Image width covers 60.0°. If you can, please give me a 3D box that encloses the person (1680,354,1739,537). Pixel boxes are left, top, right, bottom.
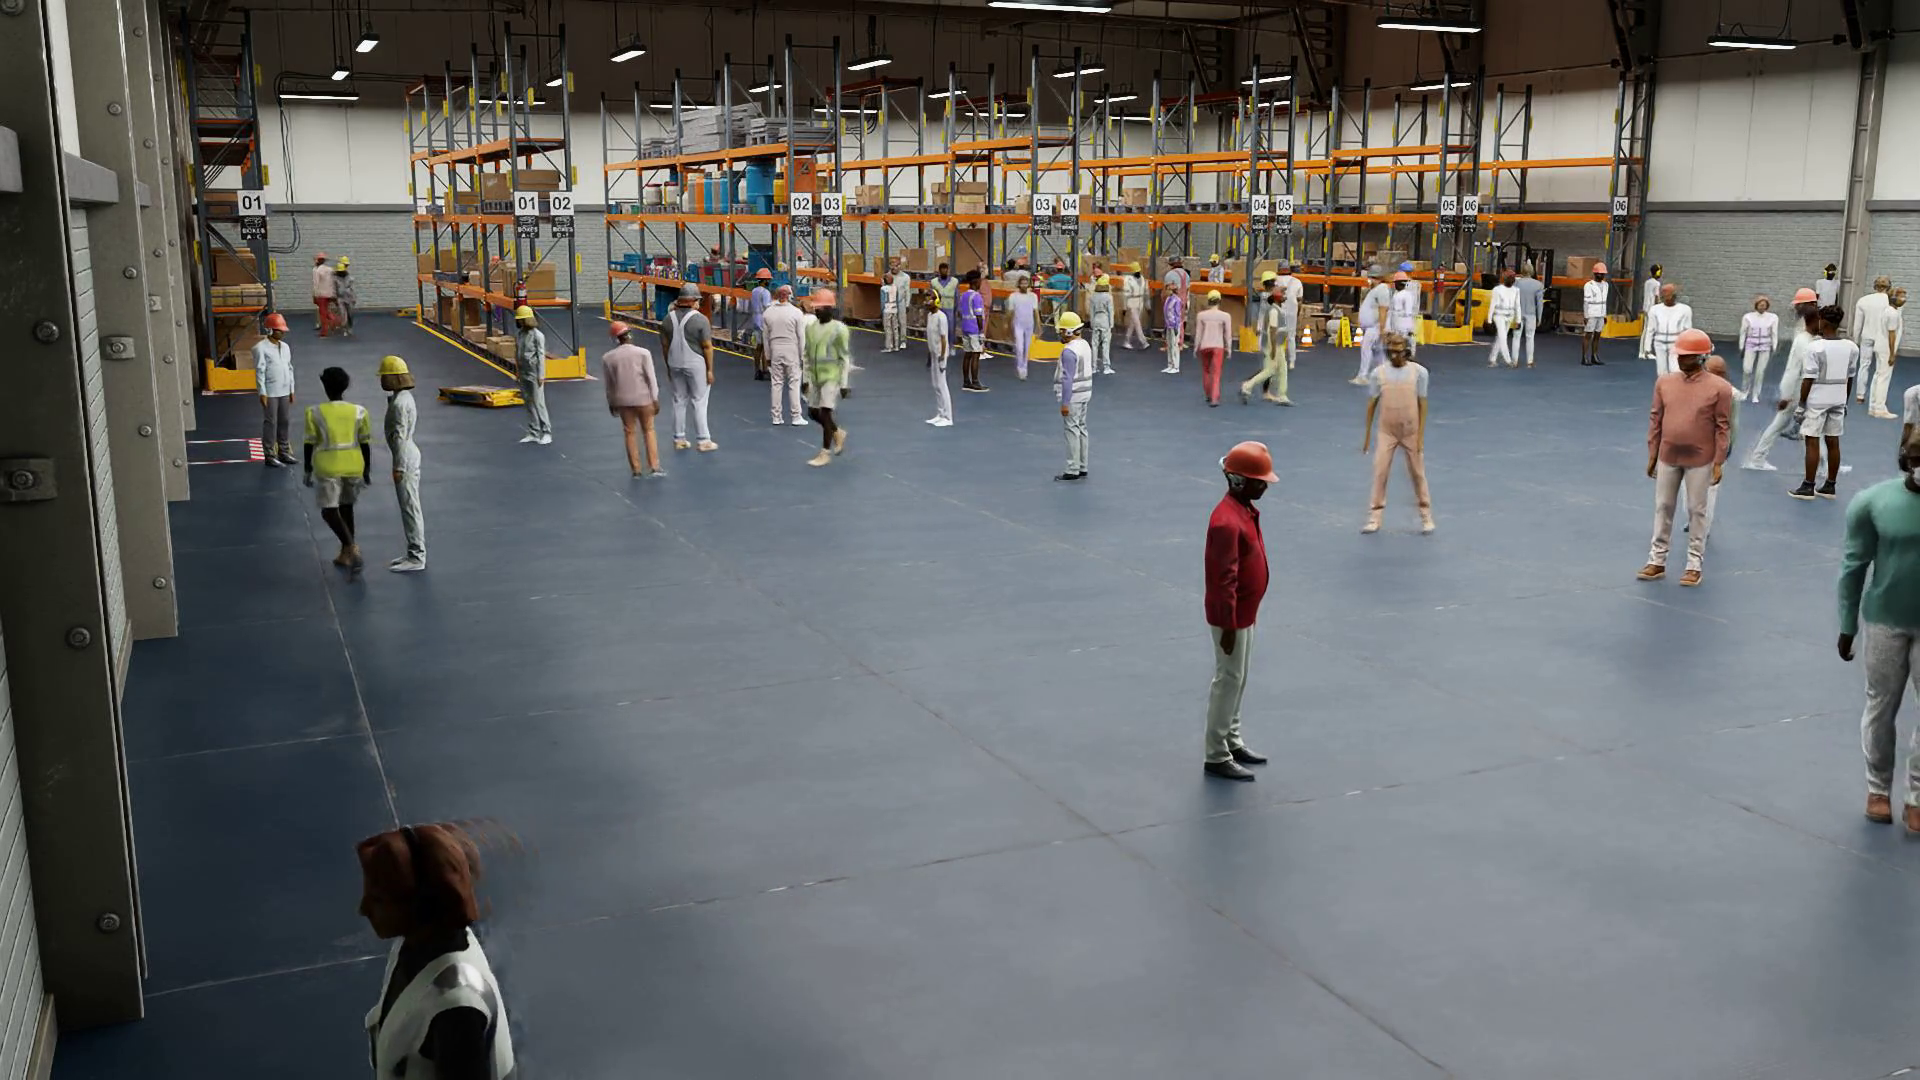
[{"bbox_3d":[6.647,-0.839,14.831,0.544,1.623,0.366,0,11,2],"label":"person"}]

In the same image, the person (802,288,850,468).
[{"bbox_3d":[-1.504,-1.855,18.991,0.621,2.032,0.671,9,14,38],"label":"person"}]

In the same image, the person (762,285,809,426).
[{"bbox_3d":[-2.350,-2.500,22.578,0.642,1.908,0.407,4,12,20],"label":"person"}]

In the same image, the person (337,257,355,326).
[{"bbox_3d":[-15.694,-6.345,42.487,0.332,1.763,0.527,2,11,9],"label":"person"}]

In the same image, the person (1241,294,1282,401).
[{"bbox_3d":[4.647,-2.952,25.448,0.526,1.675,0.557,3,11,13],"label":"person"}]

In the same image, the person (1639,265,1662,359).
[{"bbox_3d":[13.716,-4.518,32.964,0.335,1.859,0.515,-1,11,-5],"label":"person"}]

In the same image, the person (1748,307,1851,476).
[{"bbox_3d":[9.307,-1.646,18.372,1.036,1.859,0.594,6,12,26],"label":"person"}]

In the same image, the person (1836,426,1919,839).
[{"bbox_3d":[4.392,0.427,7.674,0.646,1.911,0.681,5,12,26],"label":"person"}]

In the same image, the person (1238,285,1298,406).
[{"bbox_3d":[4.622,-2.890,24.799,0.813,1.819,0.570,4,12,17],"label":"person"}]

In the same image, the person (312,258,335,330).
[{"bbox_3d":[-15.631,-6.061,40.950,0.600,1.796,0.564,1,11,4],"label":"person"}]

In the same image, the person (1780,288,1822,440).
[{"bbox_3d":[10.733,-2.235,21.200,0.390,1.923,0.549,1,11,7],"label":"person"}]

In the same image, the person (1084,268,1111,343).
[{"bbox_3d":[2.858,-4.760,34.482,0.585,1.736,0.485,-2,11,-8],"label":"person"}]

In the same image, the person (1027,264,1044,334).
[{"bbox_3d":[1.753,-5.728,39.515,0.534,1.697,0.322,6,13,28],"label":"person"}]

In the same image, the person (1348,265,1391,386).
[{"bbox_3d":[6.812,-3.593,27.792,0.820,2.000,0.698,1,11,4],"label":"person"}]

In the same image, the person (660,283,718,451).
[{"bbox_3d":[-3.263,-2.112,20.262,0.687,2.000,0.535,5,12,25],"label":"person"}]

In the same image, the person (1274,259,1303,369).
[{"bbox_3d":[5.970,-4.185,30.802,0.684,2.000,0.538,0,11,0],"label":"person"}]

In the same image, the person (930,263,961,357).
[{"bbox_3d":[-0.302,-4.619,33.418,0.603,1.888,0.652,1,11,5],"label":"person"}]

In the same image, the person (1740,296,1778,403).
[{"bbox_3d":[12.126,-2.885,25.270,0.510,1.619,0.402,4,12,21],"label":"person"}]

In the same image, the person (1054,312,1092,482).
[{"bbox_3d":[1.211,-1.537,17.907,0.403,1.824,0.596,5,12,22],"label":"person"}]

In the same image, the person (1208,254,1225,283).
[{"bbox_3d":[6.628,-6.501,43.155,0.403,1.820,0.593,-5,12,-22],"label":"person"}]

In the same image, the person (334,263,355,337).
[{"bbox_3d":[-14.449,-5.647,39.045,0.483,1.715,0.655,-4,12,-19],"label":"person"}]

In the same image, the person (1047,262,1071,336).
[{"bbox_3d":[2.352,-5.706,39.364,0.589,1.701,0.875,0,11,2],"label":"person"}]

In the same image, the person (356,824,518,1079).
[{"bbox_3d":[-1.188,1.387,3.547,0.537,1.623,0.533,-4,12,-20],"label":"person"}]

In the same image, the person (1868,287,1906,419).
[{"bbox_3d":[13.034,-2.623,23.369,0.348,1.842,0.506,3,11,14],"label":"person"}]

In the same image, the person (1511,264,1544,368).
[{"bbox_3d":[10.532,-4.176,31.015,0.635,1.936,0.355,5,12,24],"label":"person"}]

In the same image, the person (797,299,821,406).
[{"bbox_3d":[-2.298,-2.802,24.906,0.508,1.589,0.854,-9,15,-40],"label":"person"}]

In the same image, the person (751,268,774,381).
[{"bbox_3d":[-3.363,-3.705,28.621,0.358,1.936,0.552,-8,14,-35],"label":"person"}]

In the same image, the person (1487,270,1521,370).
[{"bbox_3d":[10.085,-4.059,30.717,0.587,1.823,1.013,-4,12,-18],"label":"person"}]

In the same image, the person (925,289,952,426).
[{"bbox_3d":[-0.306,-2.468,22.573,0.372,1.855,0.529,-4,12,-20],"label":"person"}]

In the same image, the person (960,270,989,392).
[{"bbox_3d":[0.223,-3.383,26.913,0.367,1.966,0.607,-6,13,-28],"label":"person"}]

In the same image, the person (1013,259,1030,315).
[{"bbox_3d":[1.598,-6.281,42.300,0.574,1.715,0.883,-5,12,-25],"label":"person"}]

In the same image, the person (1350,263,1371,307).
[{"bbox_3d":[10.680,-6.635,44.385,0.516,1.582,0.835,0,11,2],"label":"person"}]

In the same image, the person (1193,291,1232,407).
[{"bbox_3d":[3.821,-2.885,25.052,0.568,1.707,0.956,4,12,21],"label":"person"}]

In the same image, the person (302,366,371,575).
[{"bbox_3d":[-4.940,-0.553,13.285,0.532,1.668,0.700,-11,15,-43],"label":"person"}]

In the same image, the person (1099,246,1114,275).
[{"bbox_3d":[4.825,-8.876,55.238,0.560,1.812,0.631,8,13,34],"label":"person"}]

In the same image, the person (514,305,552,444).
[{"bbox_3d":[-5.383,-2.063,20.817,0.488,1.735,0.363,8,13,34],"label":"person"}]
